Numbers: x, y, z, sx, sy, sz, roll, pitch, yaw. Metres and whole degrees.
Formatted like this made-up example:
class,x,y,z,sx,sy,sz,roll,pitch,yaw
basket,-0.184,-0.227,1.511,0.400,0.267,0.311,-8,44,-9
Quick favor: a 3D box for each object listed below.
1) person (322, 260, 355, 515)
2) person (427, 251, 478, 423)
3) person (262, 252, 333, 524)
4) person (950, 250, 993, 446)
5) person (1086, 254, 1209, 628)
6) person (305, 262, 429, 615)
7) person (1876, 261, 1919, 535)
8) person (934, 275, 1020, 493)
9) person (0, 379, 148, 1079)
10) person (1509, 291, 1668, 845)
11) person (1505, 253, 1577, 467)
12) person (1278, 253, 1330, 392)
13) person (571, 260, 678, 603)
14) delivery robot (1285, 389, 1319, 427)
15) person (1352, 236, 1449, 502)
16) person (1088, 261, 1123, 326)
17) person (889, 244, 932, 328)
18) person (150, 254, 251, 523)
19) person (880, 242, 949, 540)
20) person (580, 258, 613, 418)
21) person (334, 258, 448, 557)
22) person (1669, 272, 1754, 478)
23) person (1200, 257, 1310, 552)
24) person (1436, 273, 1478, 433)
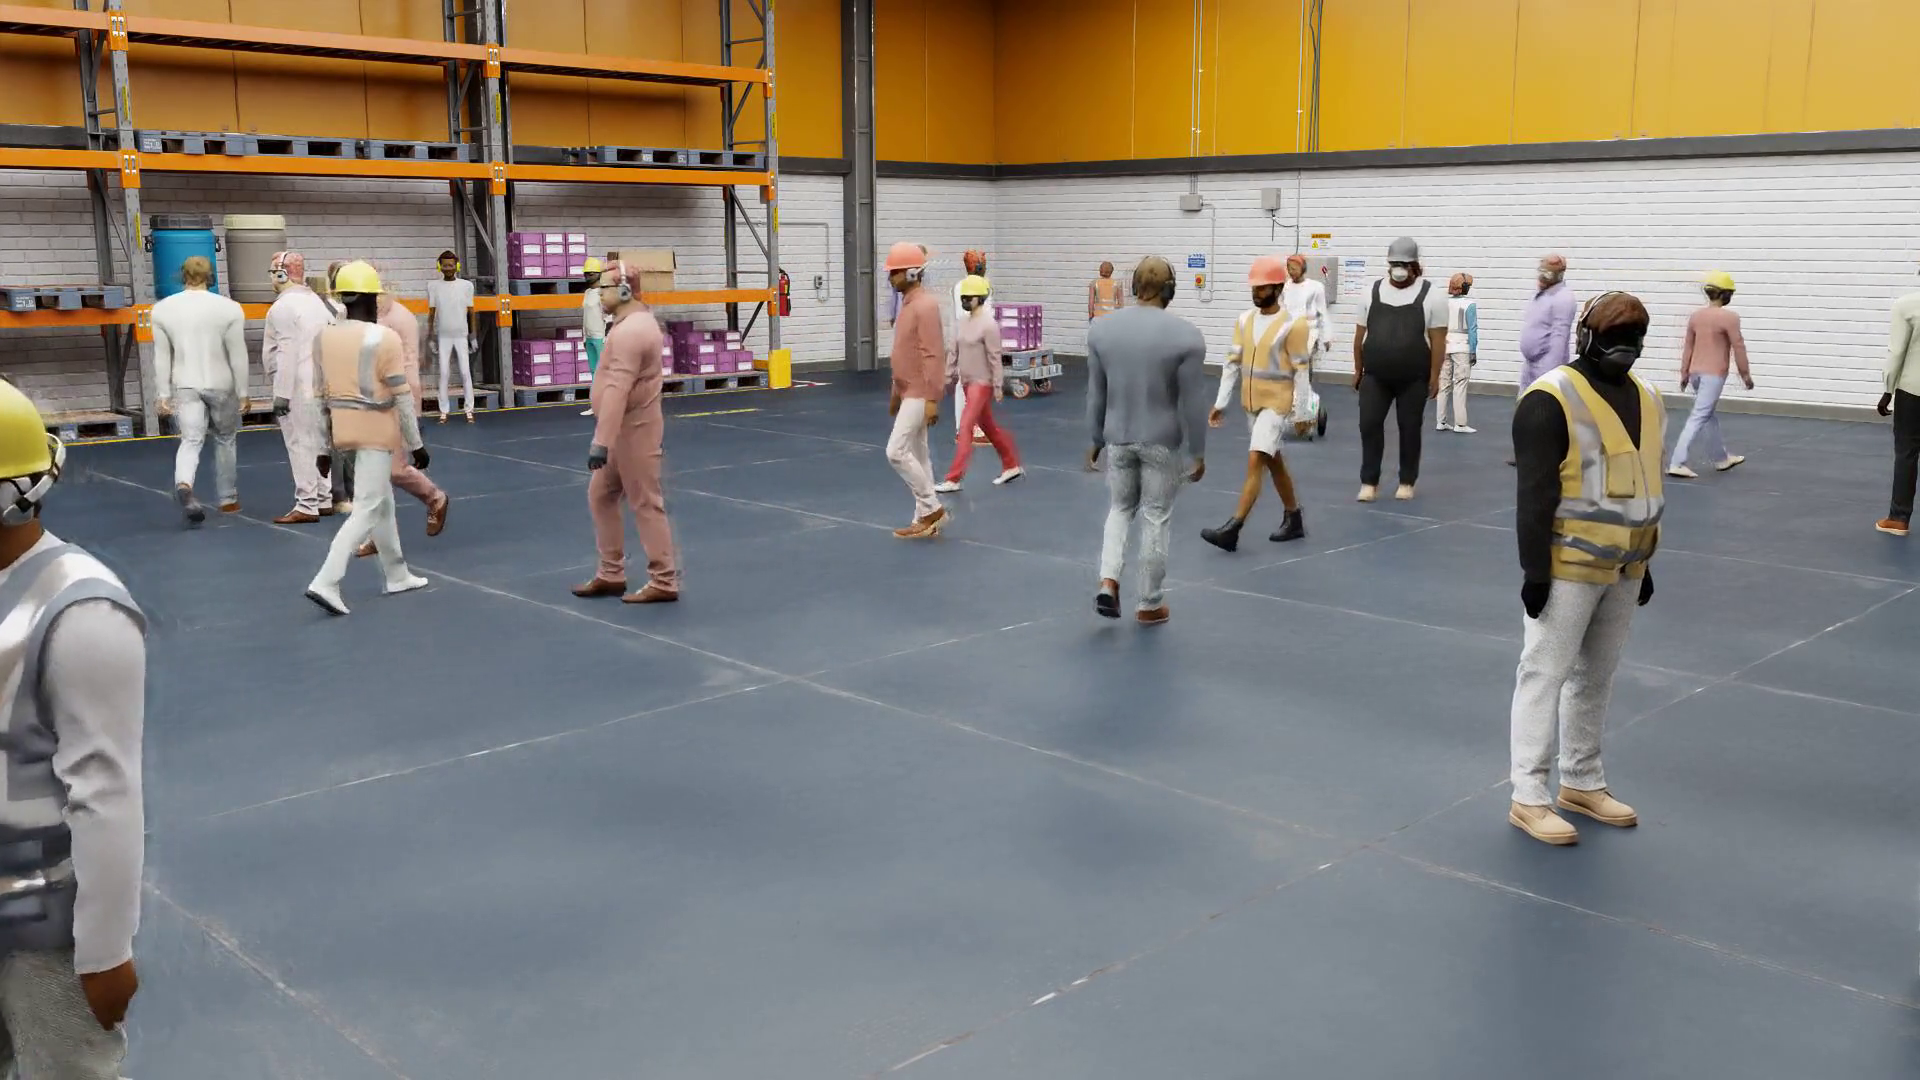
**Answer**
class,x,y,z,sx,sy,sz,roll,pitch,yaw
person,-4.482,-1.109,12.146,0.345,1.840,0.504,3,11,14
person,-5.479,-2.186,17.969,0.516,1.860,0.317,-2,11,-13
person,-4.697,-1.071,11.752,0.408,1.906,0.654,0,10,1
person,0.139,-1.849,16.063,0.356,1.883,0.572,-8,13,-38
person,0.954,-0.487,8.504,0.656,1.928,0.454,6,12,28
person,-3.275,-0.562,9.043,0.588,1.888,0.949,6,12,28
person,6.531,-1.021,11.233,0.622,1.992,0.394,1,10,4
person,0.151,-1.258,13.288,0.929,1.718,0.528,-6,12,-30
person,-1.618,0.600,2.906,0.610,1.810,0.762,7,12,33
person,2.128,0.089,5.611,0.624,1.840,0.430,-6,12,-30
person,4.988,-1.498,14.178,0.452,1.880,0.688,-1,10,-7
person,3.854,-2.292,18.618,0.600,1.843,0.918,8,13,37
person,-1.894,-0.567,9.068,0.739,1.883,0.653,-2,11,-11
delivery robot,3.409,-1.342,16.658,0.477,0.478,0.707,3,11,15
person,3.294,-1.292,12.590,0.721,2.000,0.771,5,11,24
person,2.151,-3.288,24.567,0.517,1.639,0.313,1,10,6
person,-0.596,-2.981,22.190,0.671,1.899,0.687,-10,14,-42
person,-5.350,-1.056,11.719,0.633,1.903,0.866,-2,11,-10
person,-0.317,-0.959,10.950,0.445,1.972,0.653,-3,11,-15
person,-4.066,-2.247,18.549,0.315,1.767,0.534,-9,13,-39
person,-3.648,-0.845,10.604,0.652,1.885,0.648,5,12,26
person,6.335,-1.380,13.962,0.923,1.718,0.541,-3,11,-16
person,1.949,-0.858,10.767,1.012,1.843,0.545,-7,13,-34
person,5.106,-1.916,17.088,0.308,1.640,0.511,-6,12,-28
